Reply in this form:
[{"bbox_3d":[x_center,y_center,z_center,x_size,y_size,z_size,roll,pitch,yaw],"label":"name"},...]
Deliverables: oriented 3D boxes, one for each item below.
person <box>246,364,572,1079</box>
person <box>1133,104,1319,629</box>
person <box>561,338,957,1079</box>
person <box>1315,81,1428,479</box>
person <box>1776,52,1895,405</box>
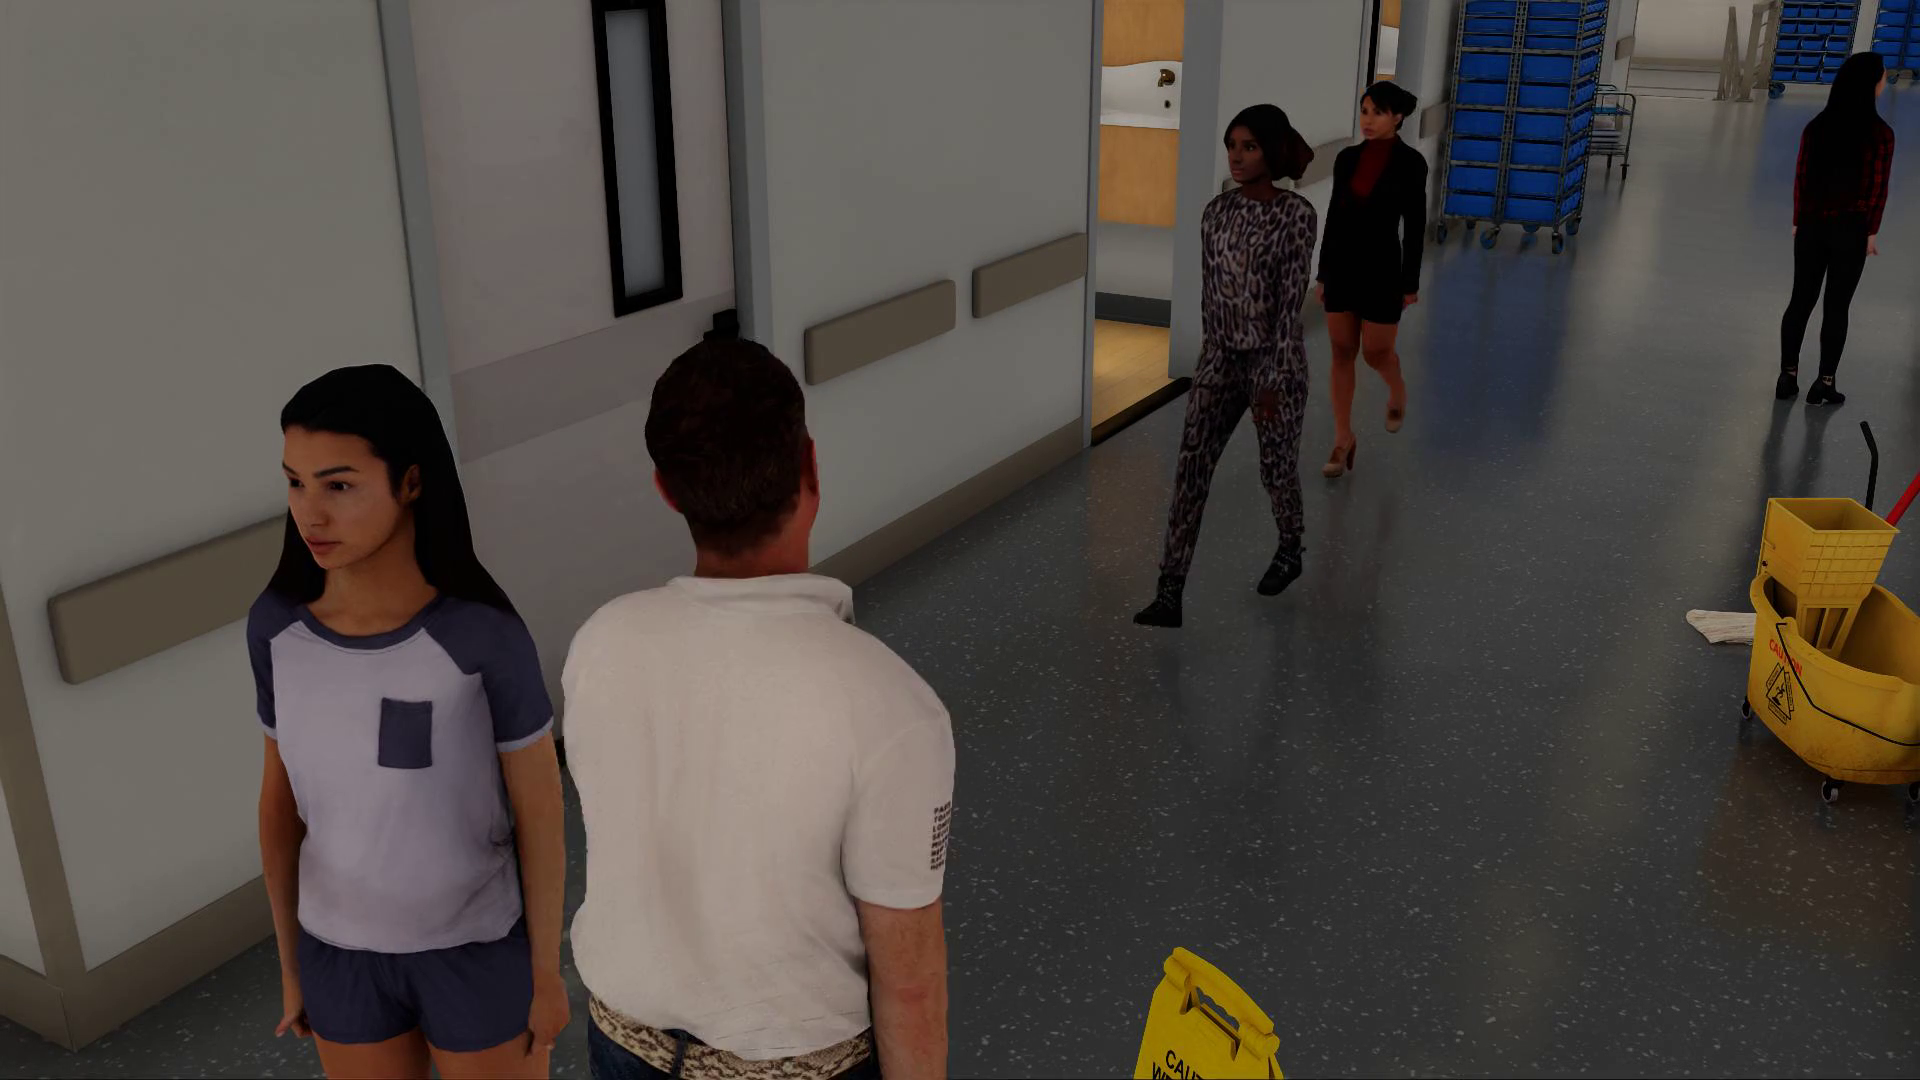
[{"bbox_3d":[-0.771,0.591,2.400,0.653,1.734,0.626,3,21,8],"label":"person"},{"bbox_3d":[1.011,-0.534,5.466,0.687,1.665,1.160,16,26,36],"label":"person"},{"bbox_3d":[-0.304,0.690,1.989,0.697,1.840,0.774,12,24,28],"label":"person"},{"bbox_3d":[1.710,-1.063,6.917,0.621,1.627,0.779,16,26,35],"label":"person"},{"bbox_3d":[4.184,-1.480,7.981,0.634,1.654,0.650,-16,26,-35],"label":"person"}]
